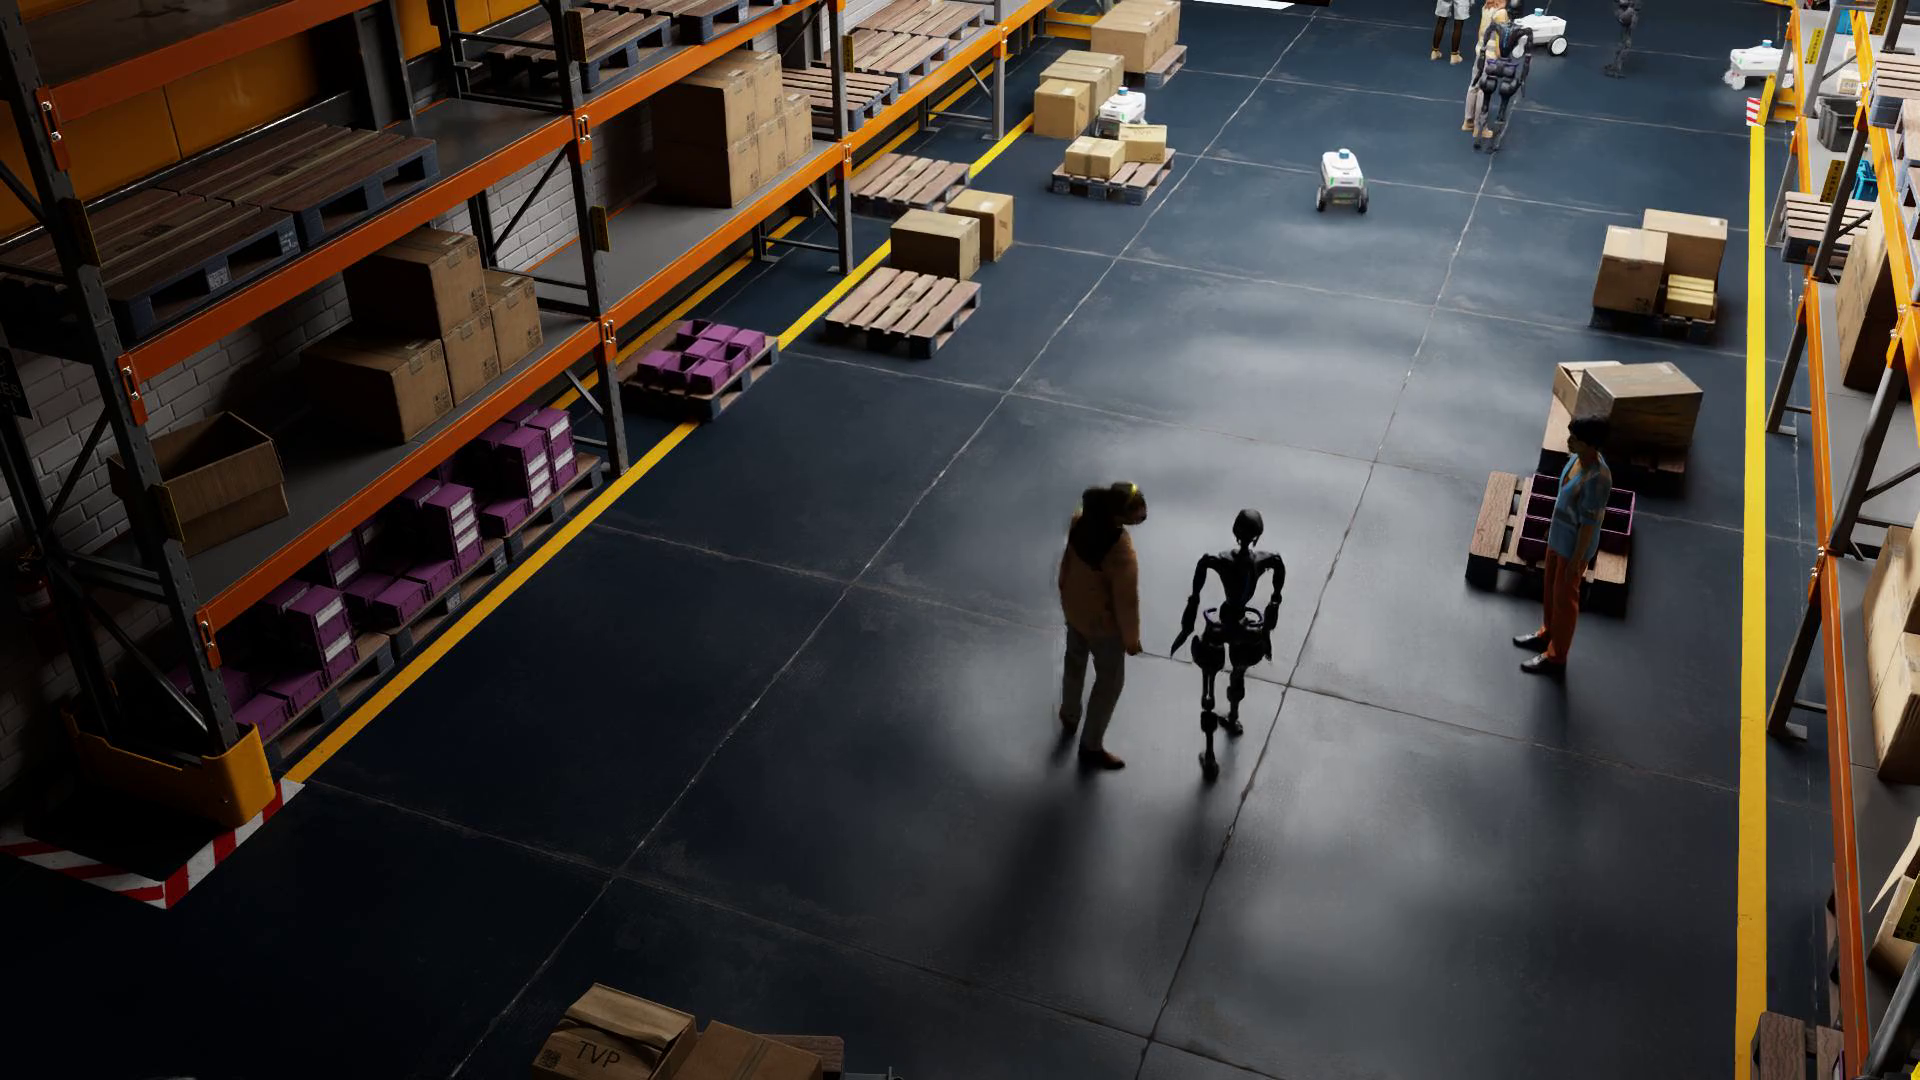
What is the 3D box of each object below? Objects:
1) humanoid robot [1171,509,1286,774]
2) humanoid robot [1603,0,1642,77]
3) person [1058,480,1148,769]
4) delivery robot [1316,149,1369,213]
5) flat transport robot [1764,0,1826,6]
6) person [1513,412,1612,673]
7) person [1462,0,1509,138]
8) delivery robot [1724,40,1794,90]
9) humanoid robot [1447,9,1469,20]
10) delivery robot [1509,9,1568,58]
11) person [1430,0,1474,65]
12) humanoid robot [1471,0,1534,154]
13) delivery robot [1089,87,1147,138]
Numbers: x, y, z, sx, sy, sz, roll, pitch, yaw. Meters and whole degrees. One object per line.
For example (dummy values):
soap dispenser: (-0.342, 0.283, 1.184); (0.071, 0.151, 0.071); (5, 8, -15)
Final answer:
humanoid robot: (1.518, 0.533, 9.499); (0.596, 1.640, 0.614); (-4, 33, -6)
humanoid robot: (8.231, -6.564, 20.456); (0.330, 1.649, 0.610); (1, 33, 1)
person: (0.761, 0.413, 9.508); (0.372, 1.850, 0.683); (-19, 37, -27)
delivery robot: (3.911, -3.709, 17.058); (0.499, 0.583, 0.774); (2, 33, 3)
flat transport robot: (12.111, -7.844, 23.732); (1.431, 0.231, 0.659); (-27, 41, -35)
person: (3.725, 0.014, 10.200); (0.335, 1.759, 0.495); (1, 33, 2)
person: (5.921, -5.404, 18.564); (0.310, 1.778, 0.471); (-6, 33, -9)
delivery robot: (9.789, -5.792, 20.280); (0.768, 0.581, 0.499); (1, 33, 1)
humanoid robot: (6.770, -7.825, 22.422); (0.535, 1.873, 0.838); (28, 42, 36)
delivery robot: (7.420, -6.546, 21.447); (0.774, 0.581, 0.499); (-8, 34, -12)
person: (6.226, -6.847, 20.876); (0.533, 1.692, 0.320); (24, 40, 32)
humanoid robot: (5.886, -5.060, 18.129); (0.590, 1.637, 0.376); (16, 36, 23)
delivery robot: (1.808, -4.780, 18.744); (0.508, 0.614, 0.785); (15, 36, 21)
